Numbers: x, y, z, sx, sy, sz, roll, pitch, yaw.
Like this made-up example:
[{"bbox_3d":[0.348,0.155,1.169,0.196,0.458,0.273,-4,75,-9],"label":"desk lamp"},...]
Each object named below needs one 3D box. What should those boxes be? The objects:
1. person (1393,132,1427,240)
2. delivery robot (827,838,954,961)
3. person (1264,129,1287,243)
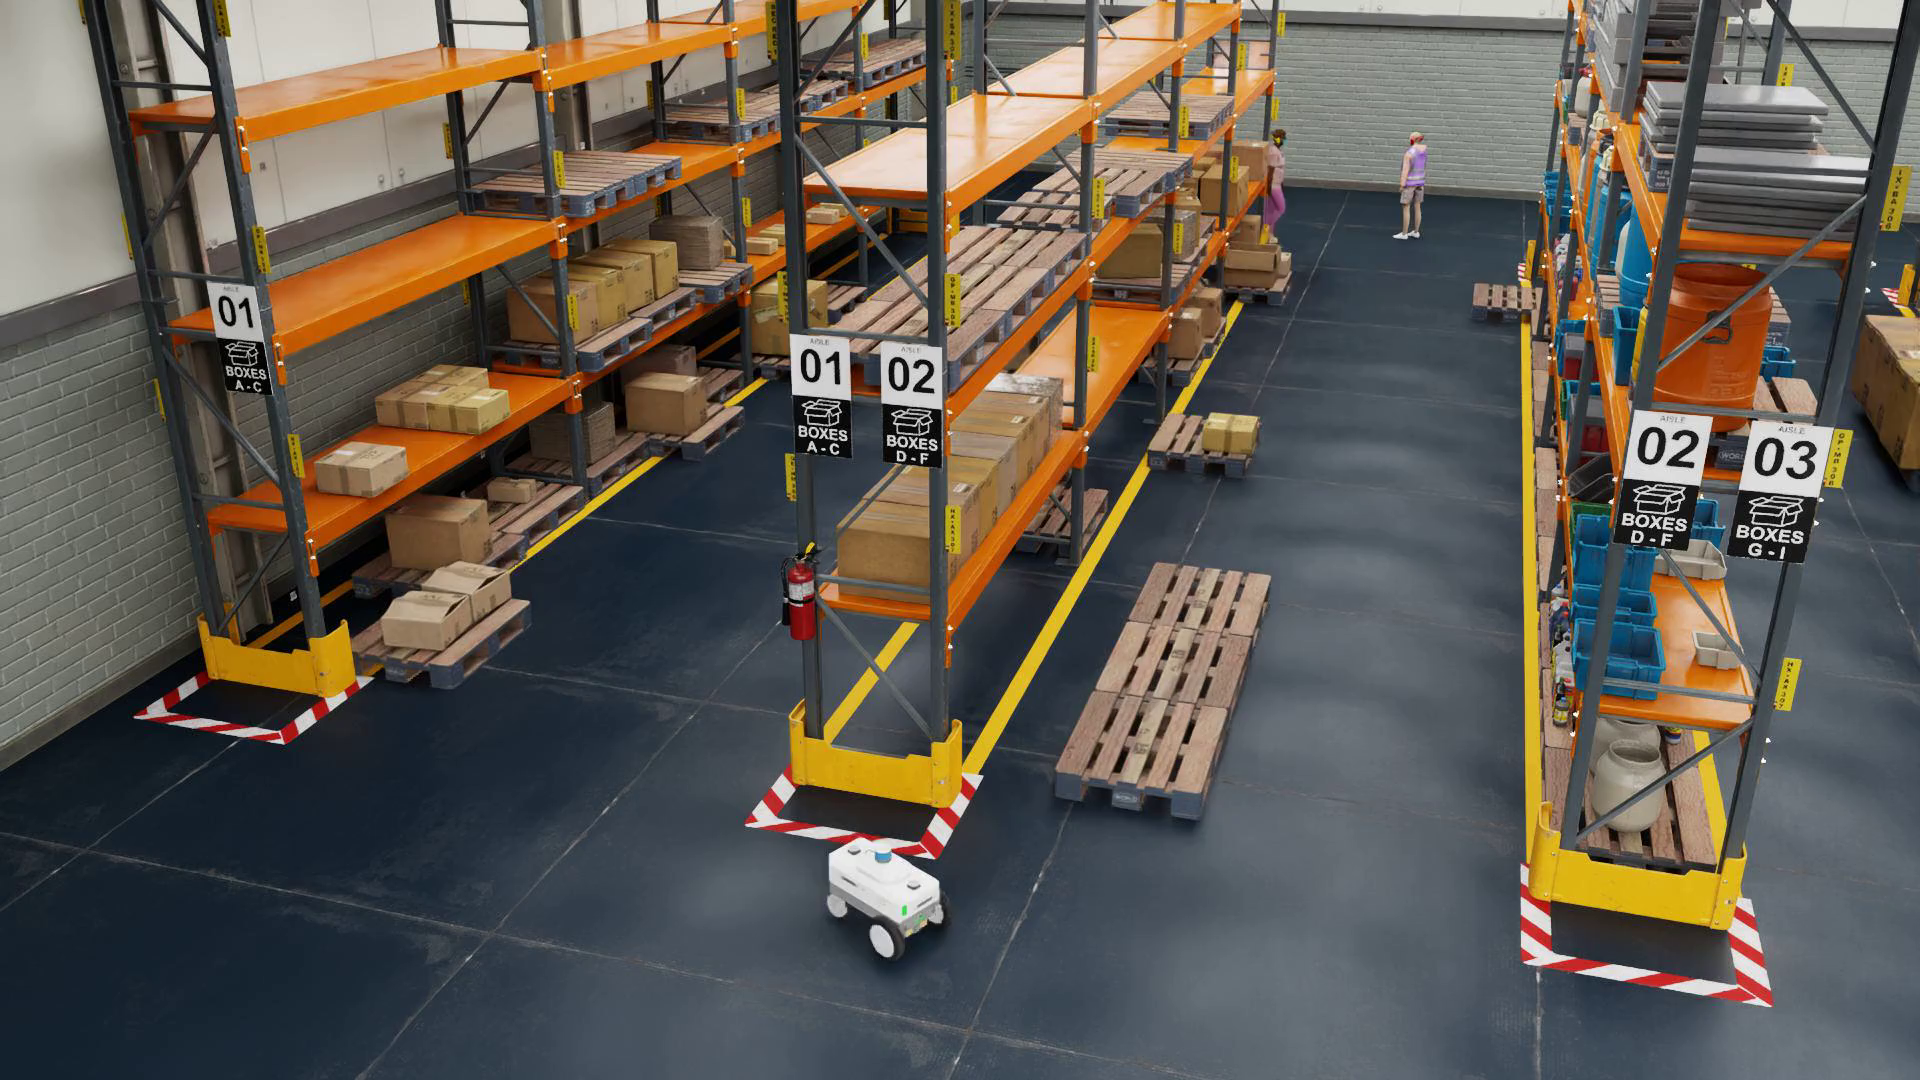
[{"bbox_3d":[7.181,-5.620,26.417,0.489,1.688,0.352,-14,27,-29],"label":"person"},{"bbox_3d":[-0.443,2.105,9.942,0.803,0.603,0.499,21,31,40],"label":"delivery robot"},{"bbox_3d":[4.955,-5.525,26.055,0.439,1.783,0.558,7,24,15],"label":"person"}]
